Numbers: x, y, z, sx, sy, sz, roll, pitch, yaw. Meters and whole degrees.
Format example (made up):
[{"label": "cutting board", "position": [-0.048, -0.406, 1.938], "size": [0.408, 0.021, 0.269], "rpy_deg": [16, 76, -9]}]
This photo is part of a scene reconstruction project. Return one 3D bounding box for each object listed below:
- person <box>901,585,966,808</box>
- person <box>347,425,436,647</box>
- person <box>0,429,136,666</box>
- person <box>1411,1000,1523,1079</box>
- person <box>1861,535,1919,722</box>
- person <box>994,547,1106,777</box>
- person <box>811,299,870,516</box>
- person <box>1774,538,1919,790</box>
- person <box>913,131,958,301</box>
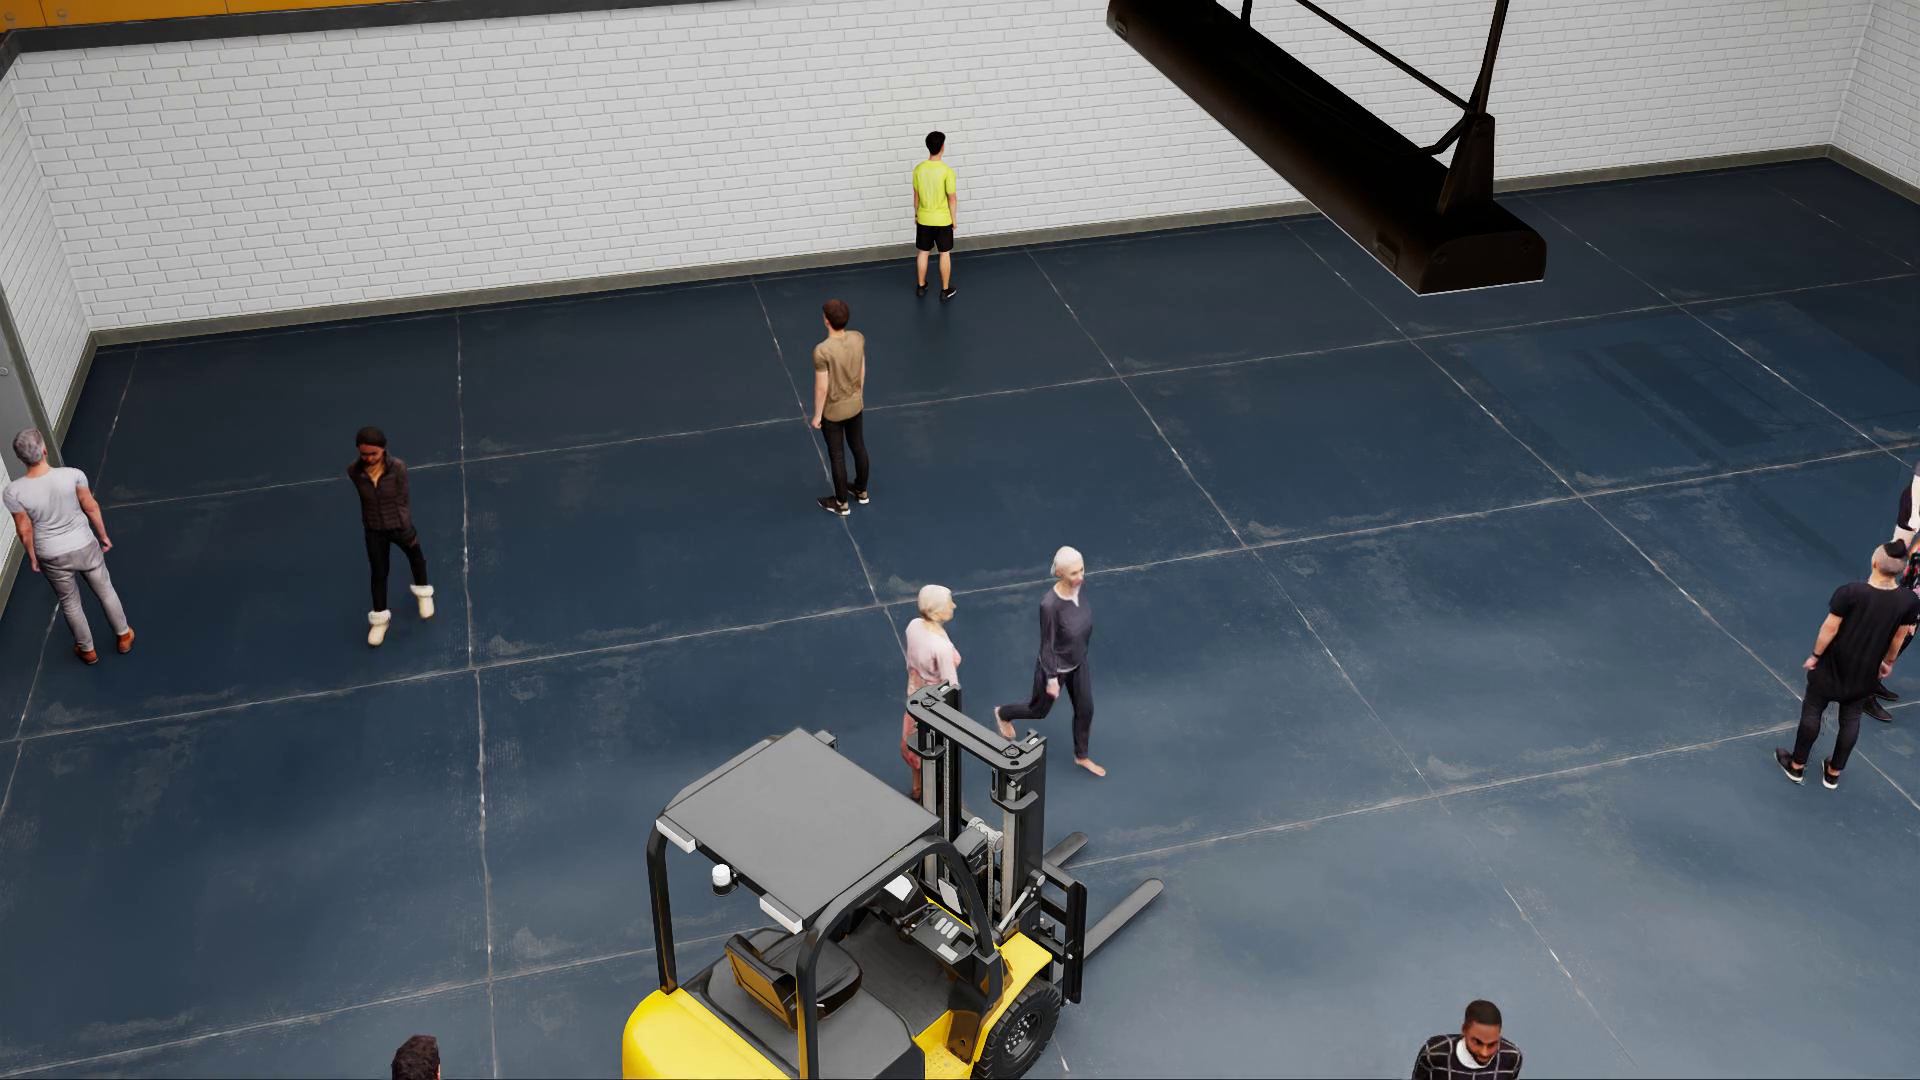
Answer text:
[{"label": "person", "position": [-0.175, 1.006, 10.289], "size": [0.728, 1.690, 0.627], "rpy_deg": [-22, 40, -30]}, {"label": "person", "position": [-4.095, -0.010, 11.850], "size": [0.701, 1.654, 0.843], "rpy_deg": [-4, 34, -6]}, {"label": "person", "position": [-6.218, 0.059, 11.593], "size": [0.763, 1.825, 0.684], "rpy_deg": [-20, 39, -27]}, {"label": "person", "position": [2.221, 2.692, 7.685], "size": [0.996, 1.764, 1.299], "rpy_deg": [5, 34, 7]}, {"label": "person", "position": [6.370, 0.433, 11.158], "size": [0.688, 1.684, 0.644], "rpy_deg": [21, 39, 29]}, {"label": "person", "position": [0.581, 0.744, 10.676], "size": [1.141, 1.698, 0.977], "rpy_deg": [26, 42, 33]}, {"label": "person", "position": [-0.943, -1.067, 13.263], "size": [0.747, 1.851, 0.742], "rpy_deg": [-28, 43, -35]}, {"label": "person", "position": [5.628, 0.768, 10.488], "size": [0.767, 1.867, 0.716], "rpy_deg": [4, 34, 6]}, {"label": "person", "position": [-0.254, -3.248, 16.676], "size": [0.692, 1.705, 0.715], "rpy_deg": [12, 35, 17]}]
